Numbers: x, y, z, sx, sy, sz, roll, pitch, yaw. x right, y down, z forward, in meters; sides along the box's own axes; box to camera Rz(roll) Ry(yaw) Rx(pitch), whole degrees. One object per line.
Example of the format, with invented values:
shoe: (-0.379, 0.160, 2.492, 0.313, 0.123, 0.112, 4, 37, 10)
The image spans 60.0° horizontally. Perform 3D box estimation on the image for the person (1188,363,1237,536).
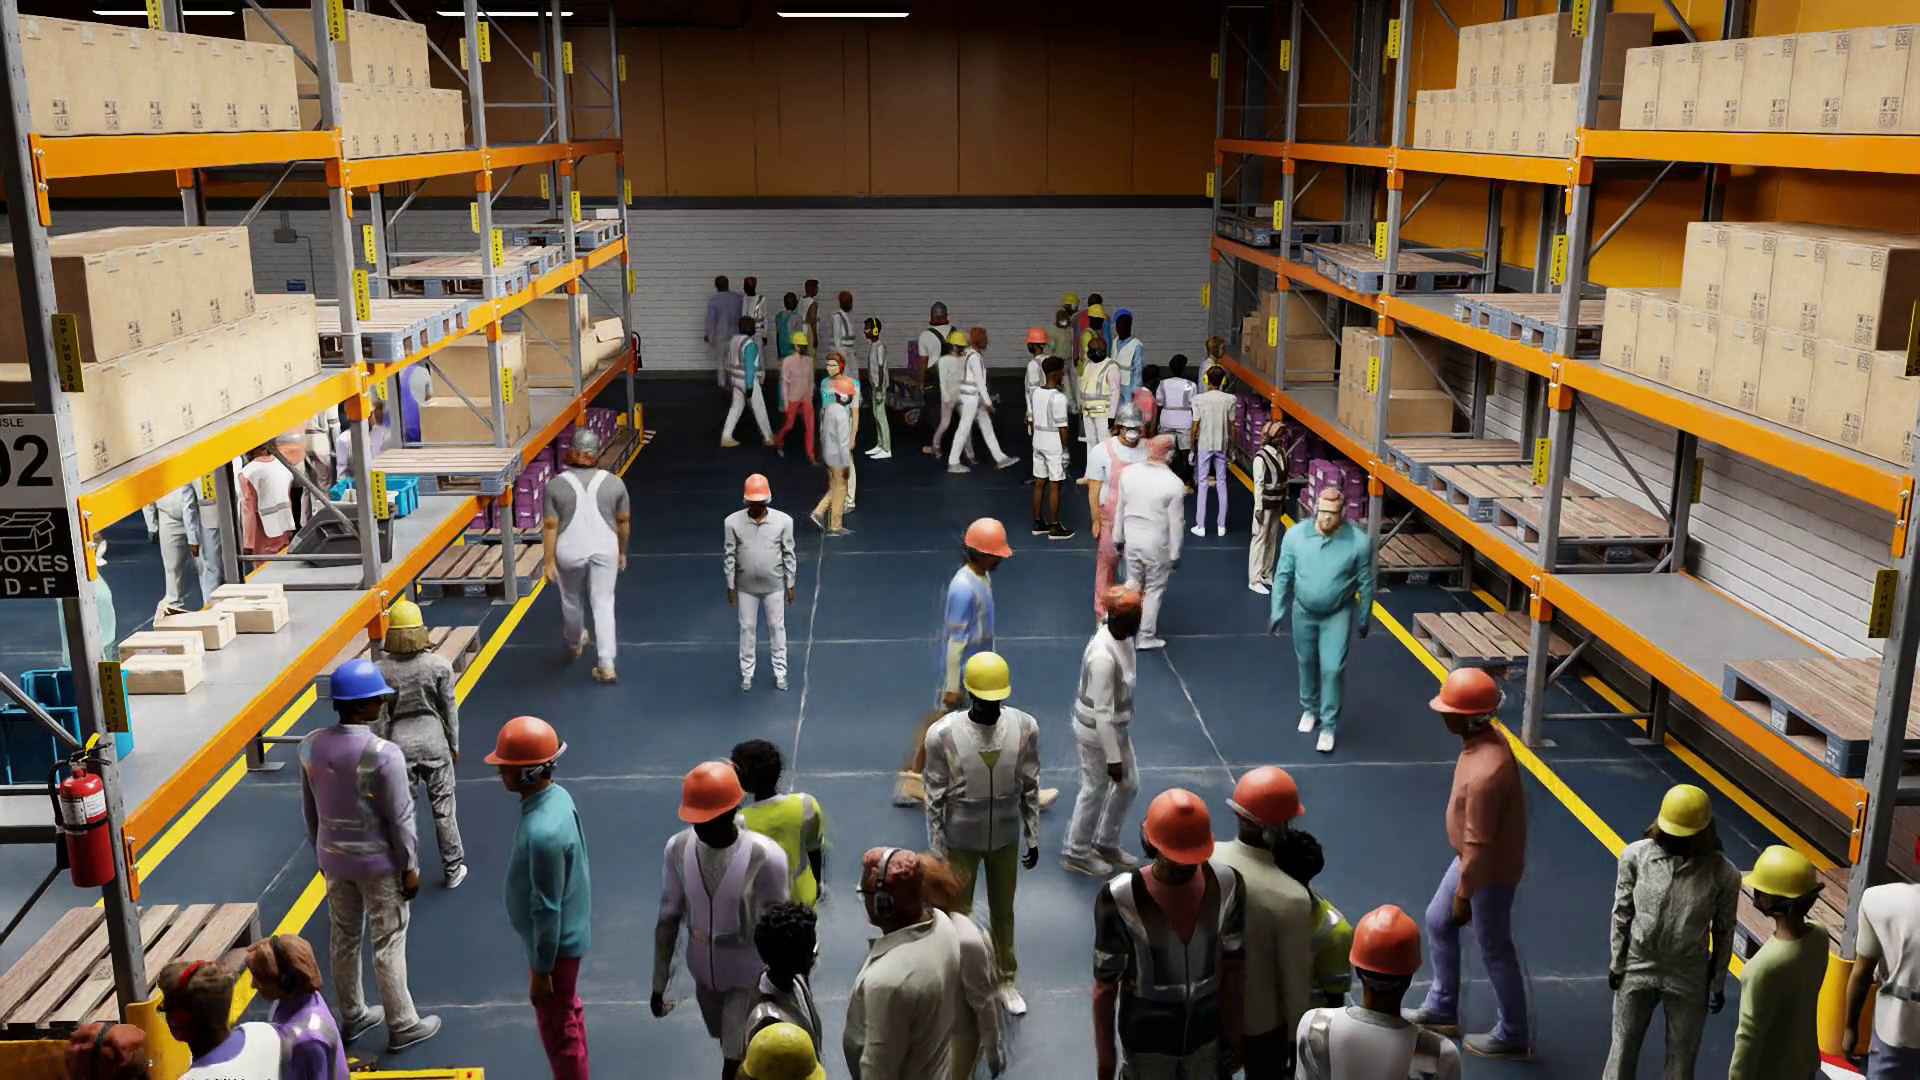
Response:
person: (2.706, -0.964, 17.846, 0.518, 1.872, 0.326, -1, 14, -3)

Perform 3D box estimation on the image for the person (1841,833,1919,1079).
person: (3.752, 1.951, 6.477, 0.564, 1.835, 0.398, 7, 16, 26)

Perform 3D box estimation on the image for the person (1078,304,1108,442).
person: (1.841, -2.311, 23.039, 0.390, 1.918, 0.588, 4, 15, 14)

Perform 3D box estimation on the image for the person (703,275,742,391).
person: (-3.878, -3.388, 27.269, 0.643, 1.923, 0.481, -13, 19, -42)

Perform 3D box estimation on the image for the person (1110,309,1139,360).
person: (2.179, -2.096, 22.128, 0.401, 1.949, 0.605, -6, 15, -22)

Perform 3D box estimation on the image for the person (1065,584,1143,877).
person: (0.833, 1.124, 9.682, 0.497, 1.850, 0.609, 6, 15, 22)

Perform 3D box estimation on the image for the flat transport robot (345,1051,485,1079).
flat transport robot: (-2.485, 2.611, 6.996, 0.652, 0.197, 1.431, -1, 14, -4)

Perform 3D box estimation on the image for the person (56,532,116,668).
person: (-5.599, 0.802, 10.775, 0.372, 1.940, 0.631, -9, 17, -31)

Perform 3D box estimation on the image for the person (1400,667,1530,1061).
person: (2.404, 1.533, 7.863, 0.774, 1.953, 0.630, 4, 15, 14)

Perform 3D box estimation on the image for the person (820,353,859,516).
person: (-1.363, -1.210, 18.856, 0.565, 1.846, 0.390, 12, 19, 39)

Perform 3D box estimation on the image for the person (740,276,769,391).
person: (-3.404, -3.388, 27.332, 0.575, 1.883, 0.362, 8, 16, 28)

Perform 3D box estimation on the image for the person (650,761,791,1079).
person: (-1.020, 1.828, 6.819, 0.575, 1.894, 0.921, 6, 15, 22)

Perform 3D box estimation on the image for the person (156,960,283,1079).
person: (-2.377, 2.228, 5.465, 0.952, 1.801, 0.585, 0, 14, 2)

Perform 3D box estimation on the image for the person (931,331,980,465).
person: (-0.084, -1.866, 21.659, 0.527, 1.730, 0.809, -9, 17, -33)

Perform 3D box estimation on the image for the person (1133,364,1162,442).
person: (2.118, -1.184, 19.104, 0.511, 1.669, 0.553, -1, 14, -5)

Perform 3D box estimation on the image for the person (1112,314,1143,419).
person: (2.182, -2.014, 21.929, 0.392, 1.890, 0.589, -9, 17, -31)

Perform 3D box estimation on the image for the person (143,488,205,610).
person: (-6.788, -0.151, 14.583, 0.653, 1.905, 0.408, -7, 16, -26)

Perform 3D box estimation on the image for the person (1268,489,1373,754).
person: (2.557, 0.562, 11.862, 0.668, 1.871, 0.887, 6, 16, 23)

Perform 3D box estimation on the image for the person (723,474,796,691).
person: (-1.564, 0.331, 13.011, 0.566, 1.744, 0.350, -1, 14, -3)

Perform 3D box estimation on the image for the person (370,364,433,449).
person: (-6.317, -1.330, 18.939, 0.709, 2.000, 0.541, -5, 15, -19)

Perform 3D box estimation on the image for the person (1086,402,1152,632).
person: (1.468, -0.196, 14.487, 0.683, 2.000, 0.538, -5, 15, -17)

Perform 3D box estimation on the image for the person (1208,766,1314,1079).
person: (1.136, 1.838, 6.615, 0.413, 1.995, 0.626, -13, 19, -40)

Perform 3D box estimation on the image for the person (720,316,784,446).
person: (-2.894, -2.157, 22.683, 0.873, 1.804, 0.646, -9, 17, -30)

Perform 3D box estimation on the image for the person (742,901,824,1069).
person: (-0.653, 2.119, 6.104, 0.321, 1.695, 0.534, 0, 14, 1)

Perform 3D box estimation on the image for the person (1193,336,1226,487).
person: (3.051, -1.568, 20.294, 0.337, 1.838, 0.511, 0, 14, 1)

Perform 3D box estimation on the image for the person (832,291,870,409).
person: (-1.692, -2.878, 25.405, 0.492, 1.863, 0.665, 5, 15, 19)

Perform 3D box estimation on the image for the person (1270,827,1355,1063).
person: (1.346, 1.953, 6.757, 0.321, 1.690, 0.535, -12, 18, -39)

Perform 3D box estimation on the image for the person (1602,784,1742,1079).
person: (3.010, 1.846, 7.083, 0.486, 1.735, 0.322, 7, 16, 25)

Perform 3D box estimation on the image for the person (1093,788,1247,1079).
person: (0.813, 1.886, 6.342, 0.613, 2.033, 0.410, -4, 15, -15)

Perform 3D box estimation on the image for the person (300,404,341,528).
person: (-6.917, -0.979, 17.828, 0.592, 1.911, 0.398, -1, 14, -4)

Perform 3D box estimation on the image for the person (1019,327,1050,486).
person: (0.936, -1.629, 20.313, 0.349, 1.942, 0.543, 7, 16, 24)

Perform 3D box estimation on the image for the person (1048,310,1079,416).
person: (1.570, -2.719, 25.303, 0.555, 1.589, 0.848, -12, 18, -38)
